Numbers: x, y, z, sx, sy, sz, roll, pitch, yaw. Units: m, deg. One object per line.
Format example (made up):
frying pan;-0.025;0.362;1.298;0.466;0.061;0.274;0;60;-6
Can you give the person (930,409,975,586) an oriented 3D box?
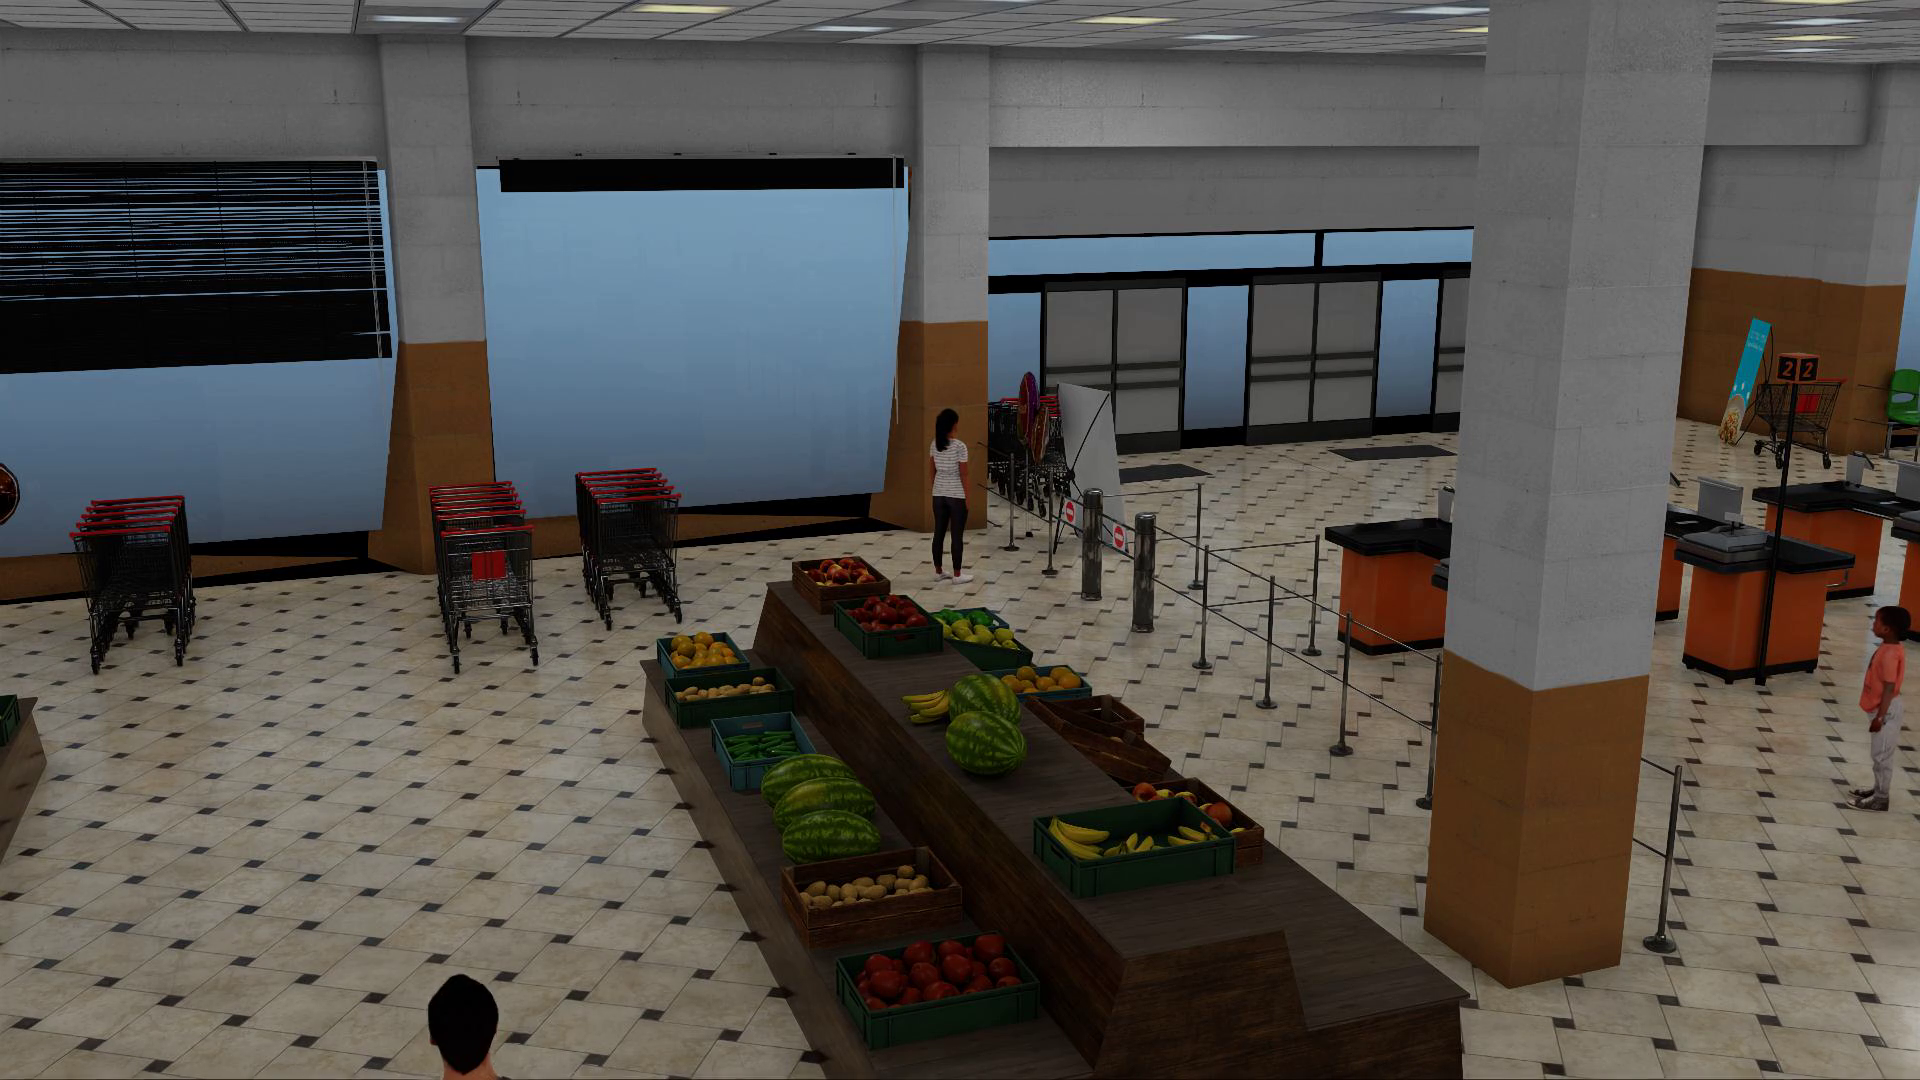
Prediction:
person;-0.097;-0.413;15.607;0.633;1.645;0.719;9;16;34

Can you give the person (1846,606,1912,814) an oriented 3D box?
person;5.747;1.040;10.329;0.607;1.309;0.563;8;16;31
